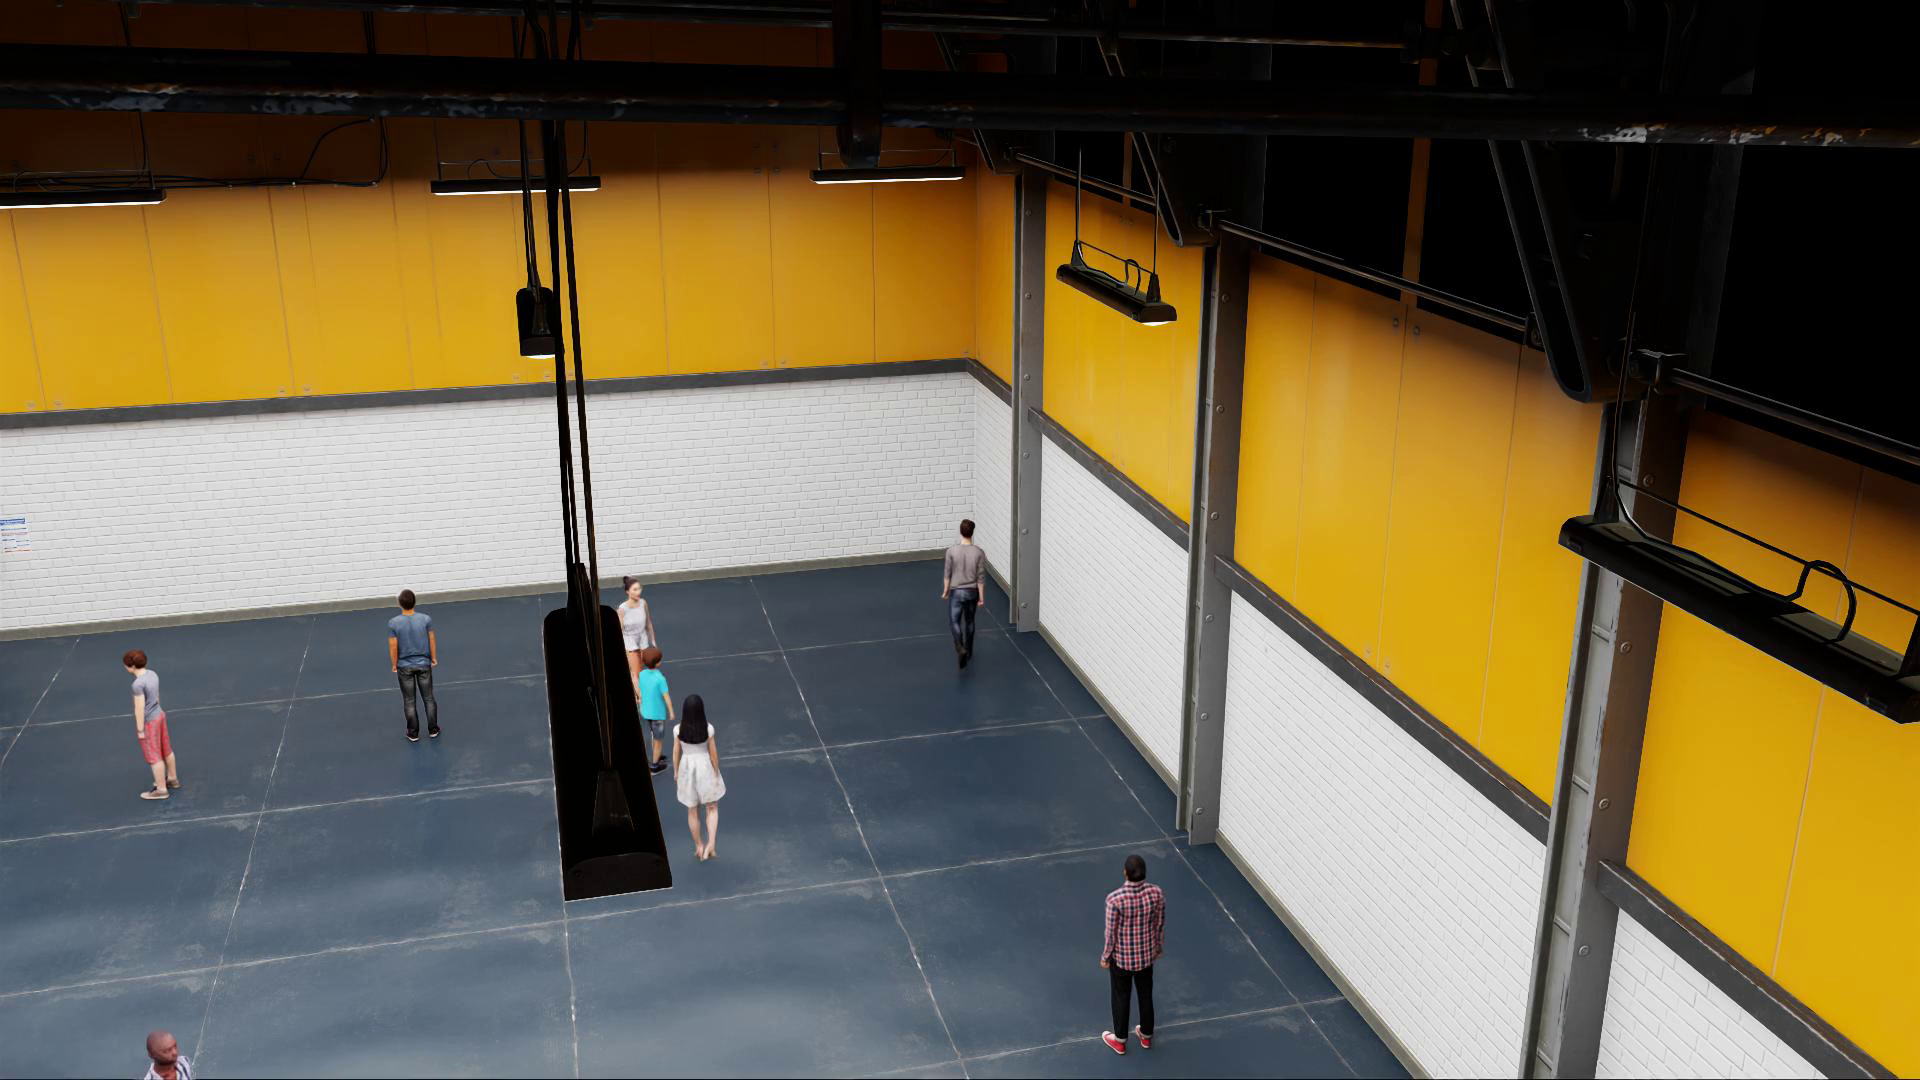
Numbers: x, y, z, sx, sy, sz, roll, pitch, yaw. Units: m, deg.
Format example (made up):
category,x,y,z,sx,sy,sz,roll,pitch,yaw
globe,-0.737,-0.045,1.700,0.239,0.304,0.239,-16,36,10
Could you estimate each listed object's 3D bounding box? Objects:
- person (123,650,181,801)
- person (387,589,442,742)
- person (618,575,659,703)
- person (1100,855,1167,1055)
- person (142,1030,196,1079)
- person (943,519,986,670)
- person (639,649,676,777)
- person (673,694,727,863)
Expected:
category,x,y,z,sx,sy,sz,roll,pitch,yaw
person,-8.571,1.937,17.632,0.696,1.646,0.551,1,19,2
person,-6.213,1.409,18.941,0.687,1.811,0.604,-9,21,-24
person,-3.946,1.205,19.891,0.920,1.592,0.829,15,24,37
person,1.389,3.310,13.376,0.697,1.760,0.598,-6,20,-18
person,-5.309,4.060,11.116,0.907,1.782,0.869,6,19,17
person,0.048,0.703,20.922,0.817,1.884,1.130,-1,19,-3
person,-3.377,1.883,18.119,0.690,1.437,0.749,12,22,31
person,-2.566,2.354,16.202,0.700,1.769,0.705,-2,19,-6
